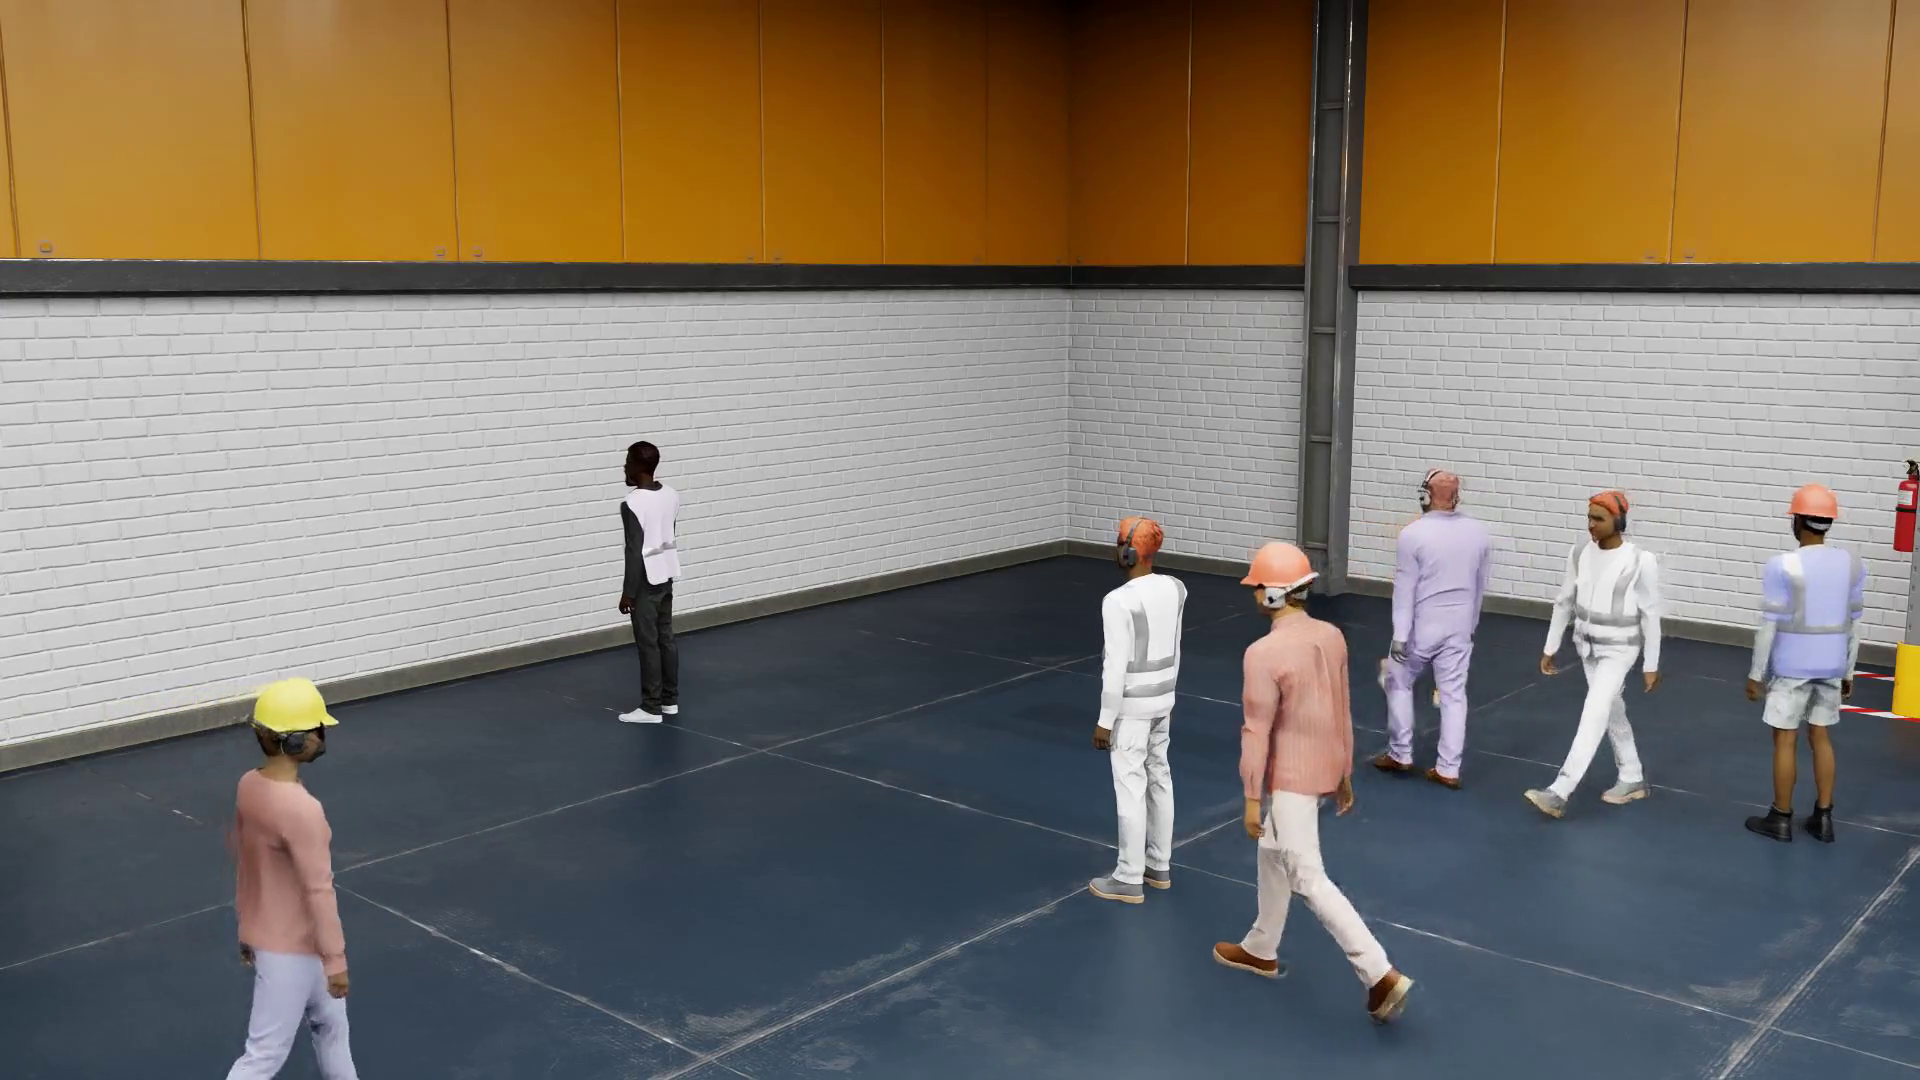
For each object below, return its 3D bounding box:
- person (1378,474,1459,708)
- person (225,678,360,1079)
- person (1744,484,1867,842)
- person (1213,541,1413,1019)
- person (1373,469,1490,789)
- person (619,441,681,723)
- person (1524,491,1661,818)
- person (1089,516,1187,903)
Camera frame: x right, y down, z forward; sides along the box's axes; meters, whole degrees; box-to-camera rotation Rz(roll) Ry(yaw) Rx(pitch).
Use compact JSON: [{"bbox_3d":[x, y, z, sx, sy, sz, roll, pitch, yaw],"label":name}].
[{"bbox_3d":[3.267,0.350,11.613,0.546,1.682,0.552,-7,12,-39],"label":"person"},{"bbox_3d":[-2.254,1.313,5.478,0.896,1.726,0.541,-8,12,-42],"label":"person"},{"bbox_3d":[4.496,0.668,8.888,0.578,1.927,0.405,-1,9,-7],"label":"person"},{"bbox_3d":[1.465,0.987,6.852,0.966,1.954,0.626,9,12,43],"label":"person"},{"bbox_3d":[2.796,0.512,9.971,0.683,1.882,0.708,-3,10,-20],"label":"person"},{"bbox_3d":[-2.108,0.283,11.313,0.388,1.921,0.594,3,10,19],"label":"person"},{"bbox_3d":[3.571,0.638,9.368,1.004,1.822,0.605,-4,10,-25],"label":"person"},{"bbox_3d":[0.860,0.816,8.083,0.355,1.885,0.576,8,12,41],"label":"person"}]
